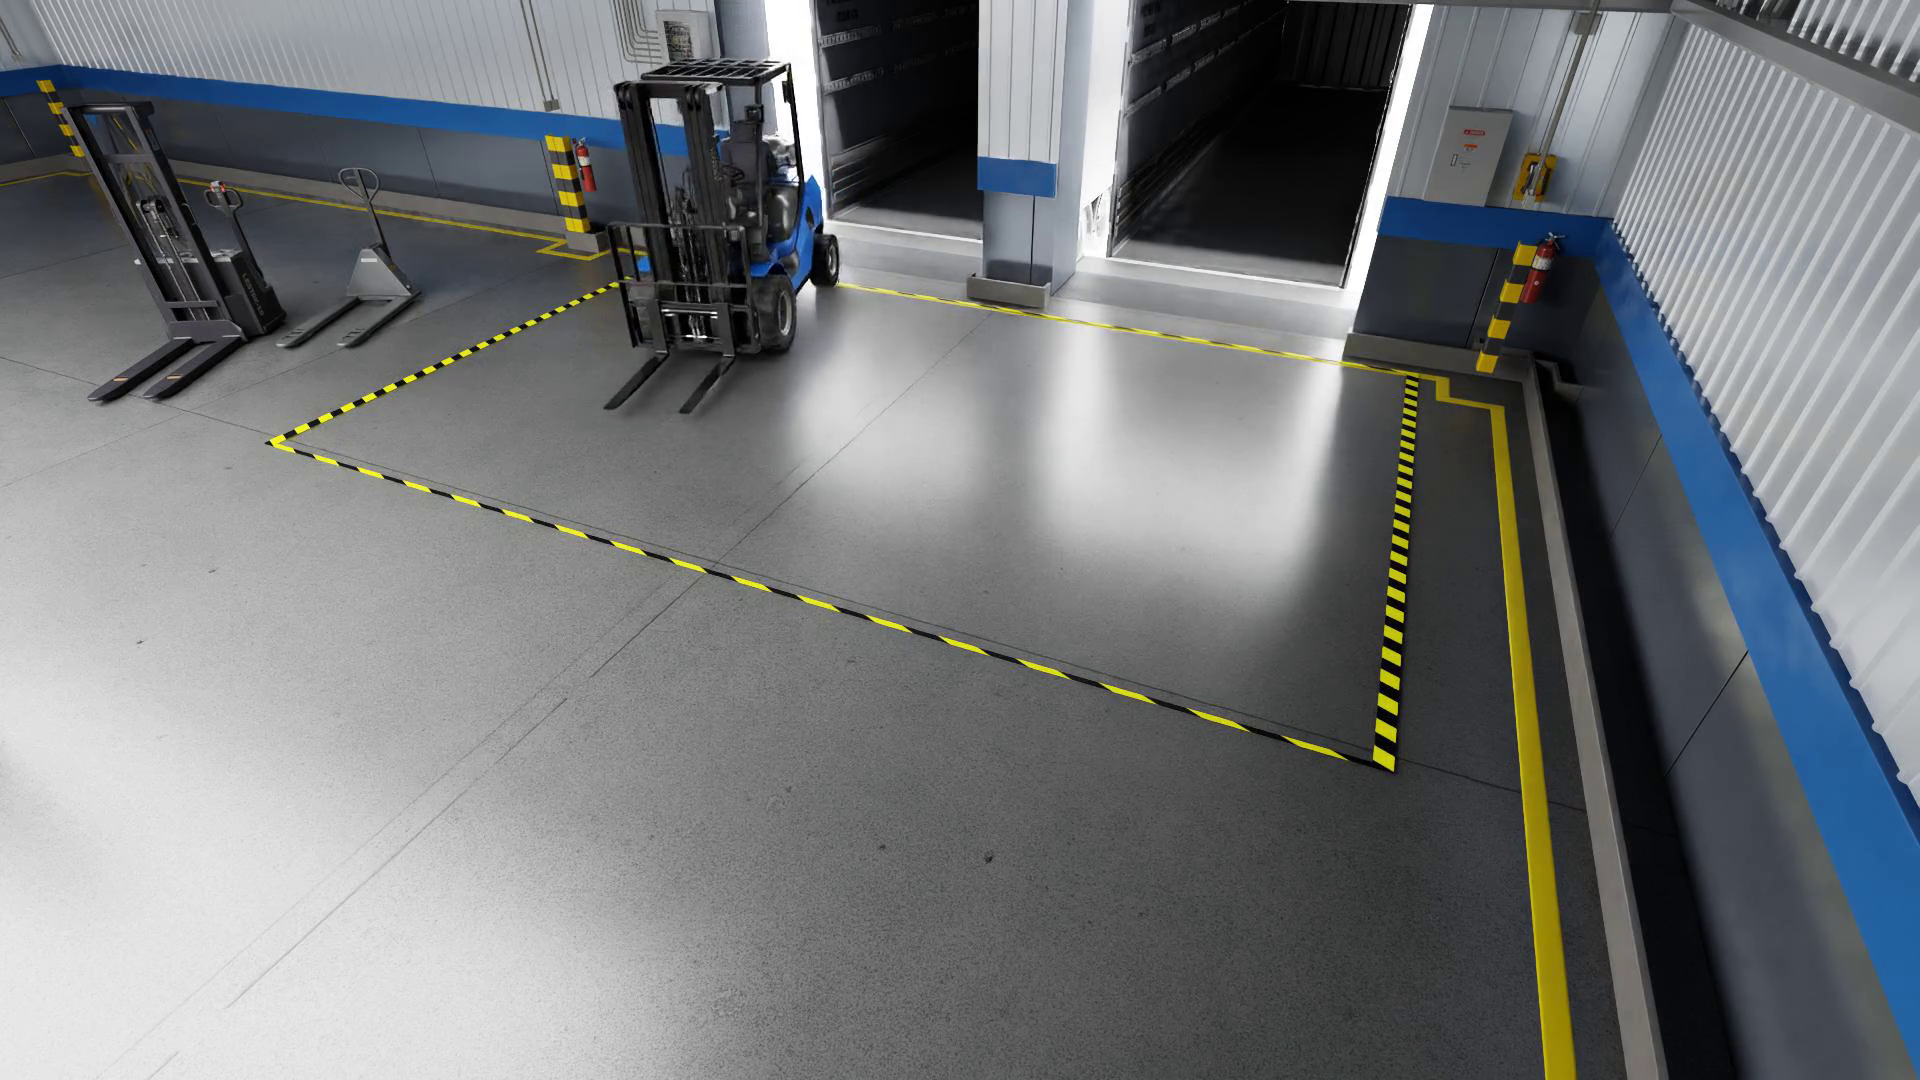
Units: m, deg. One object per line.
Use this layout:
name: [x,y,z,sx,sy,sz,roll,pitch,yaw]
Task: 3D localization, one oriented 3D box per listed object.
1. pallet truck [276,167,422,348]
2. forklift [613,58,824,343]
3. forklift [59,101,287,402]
pallet truck: [-5.732,-2.611,8.414,0.680,1.201,1.601,-1,35,-1]
forklift: [-2.064,-3.153,8.216,1.157,2.036,2.680,4,35,6]
forklift: [-6.686,-2.387,7.434,0.823,1.965,1.885,-3,35,-5]
